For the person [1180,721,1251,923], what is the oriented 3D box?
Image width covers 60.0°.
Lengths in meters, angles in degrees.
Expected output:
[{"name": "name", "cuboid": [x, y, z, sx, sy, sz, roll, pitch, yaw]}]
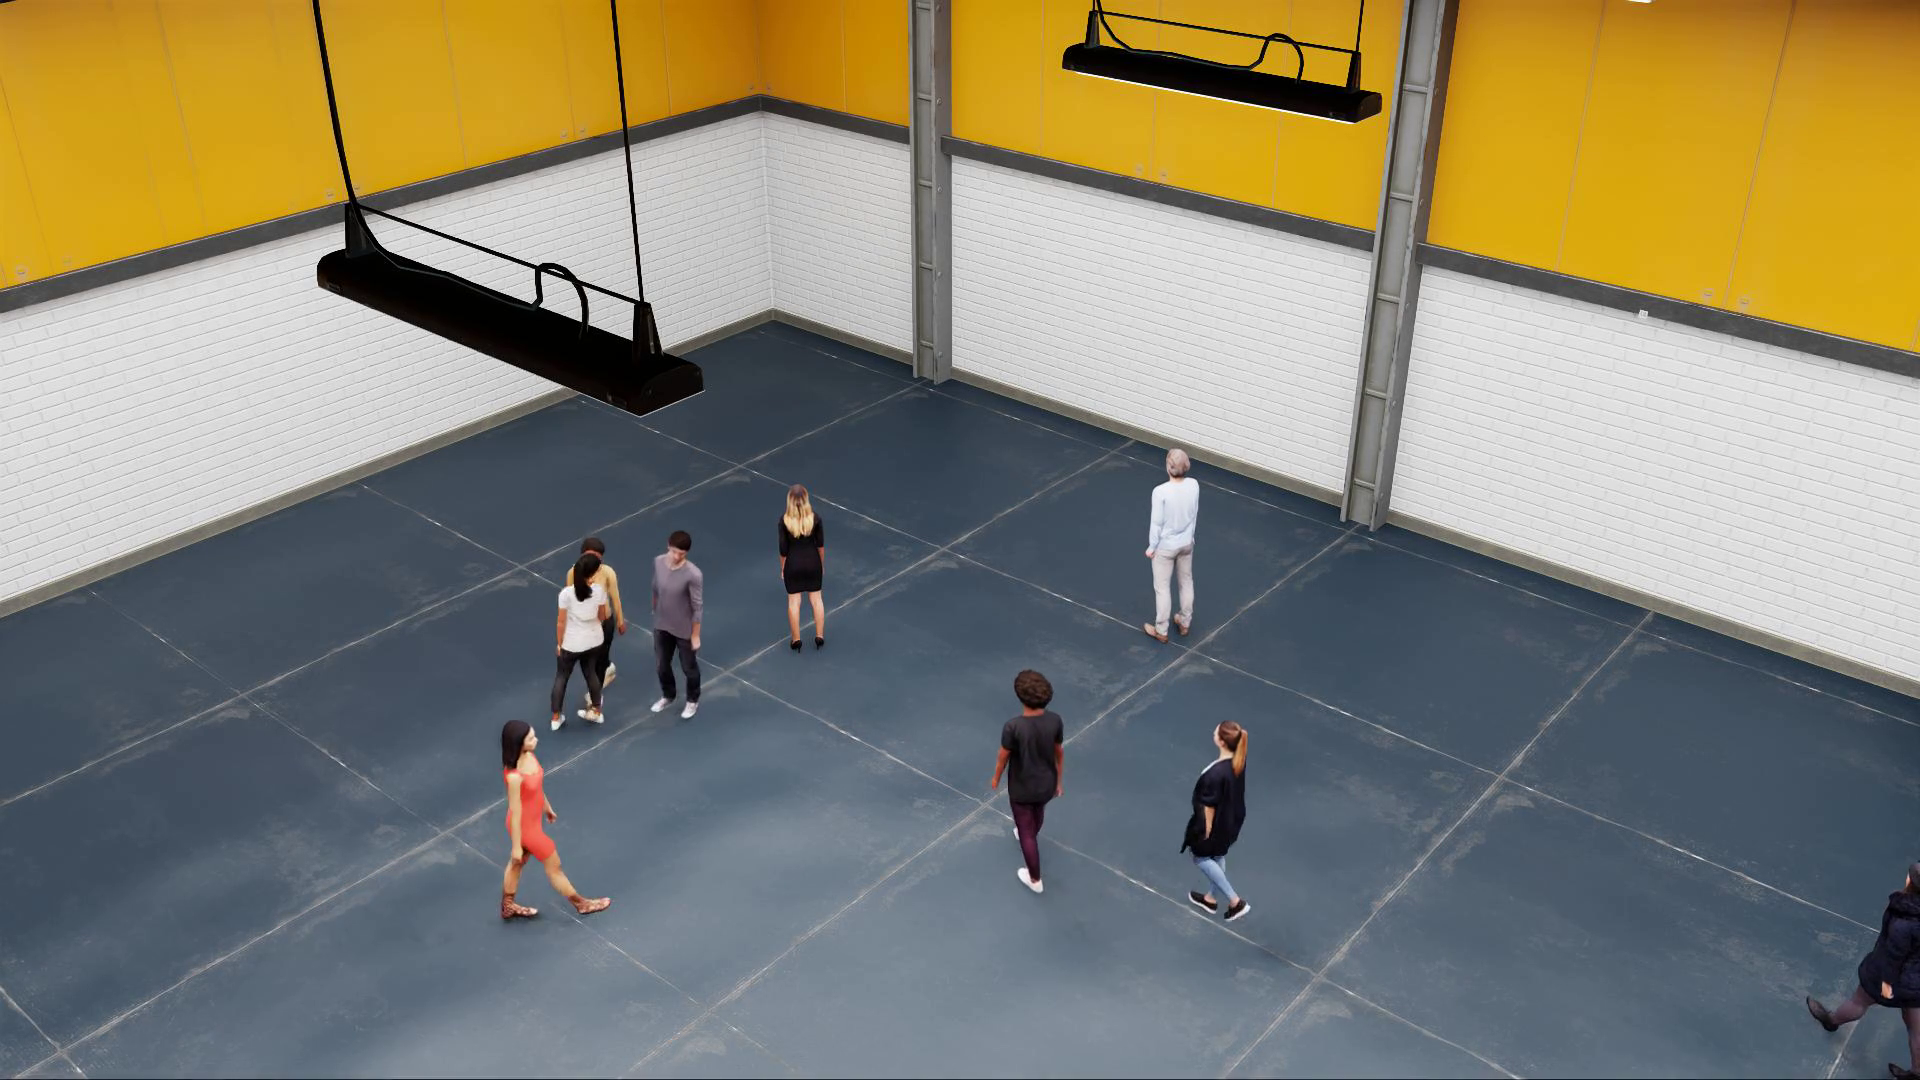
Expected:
[{"name": "person", "cuboid": [1.894, 2.011, 11.712, 0.659, 1.673, 0.801, -25, 37, -38]}]

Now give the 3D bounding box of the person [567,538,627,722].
[{"name": "person", "cuboid": [-3.086, 0.672, 14.230, 1.121, 1.613, 1.059, 7, 29, 12]}]

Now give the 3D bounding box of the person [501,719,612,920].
[{"name": "person", "cuboid": [-3.132, 2.020, 11.687, 1.070, 1.681, 1.045, -4, 29, -8]}]

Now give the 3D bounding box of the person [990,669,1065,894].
[{"name": "person", "cuboid": [0.551, 1.787, 12.038, 0.855, 1.754, 1.026, -14, 32, -24]}]

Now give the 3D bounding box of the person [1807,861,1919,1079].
[{"name": "person", "cuboid": [5.987, 2.756, 10.401, 0.996, 1.621, 1.179, -10, 30, -18]}]

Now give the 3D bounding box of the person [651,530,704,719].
[{"name": "person", "cuboid": [-2.370, 0.692, 13.975, 0.620, 1.822, 0.841, 22, 35, 34]}]

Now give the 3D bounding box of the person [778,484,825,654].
[{"name": "person", "cuboid": [-1.414, 0.256, 14.925, 0.609, 1.677, 0.637, -6, 29, -11]}]

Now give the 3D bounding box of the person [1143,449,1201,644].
[{"name": "person", "cuboid": [1.942, 0.044, 15.089, 0.748, 1.893, 0.739, -12, 31, -21]}]

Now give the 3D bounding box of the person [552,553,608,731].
[{"name": "person", "cuboid": [-3.079, 0.865, 13.873, 0.664, 1.616, 0.811, 21, 35, 33]}]
